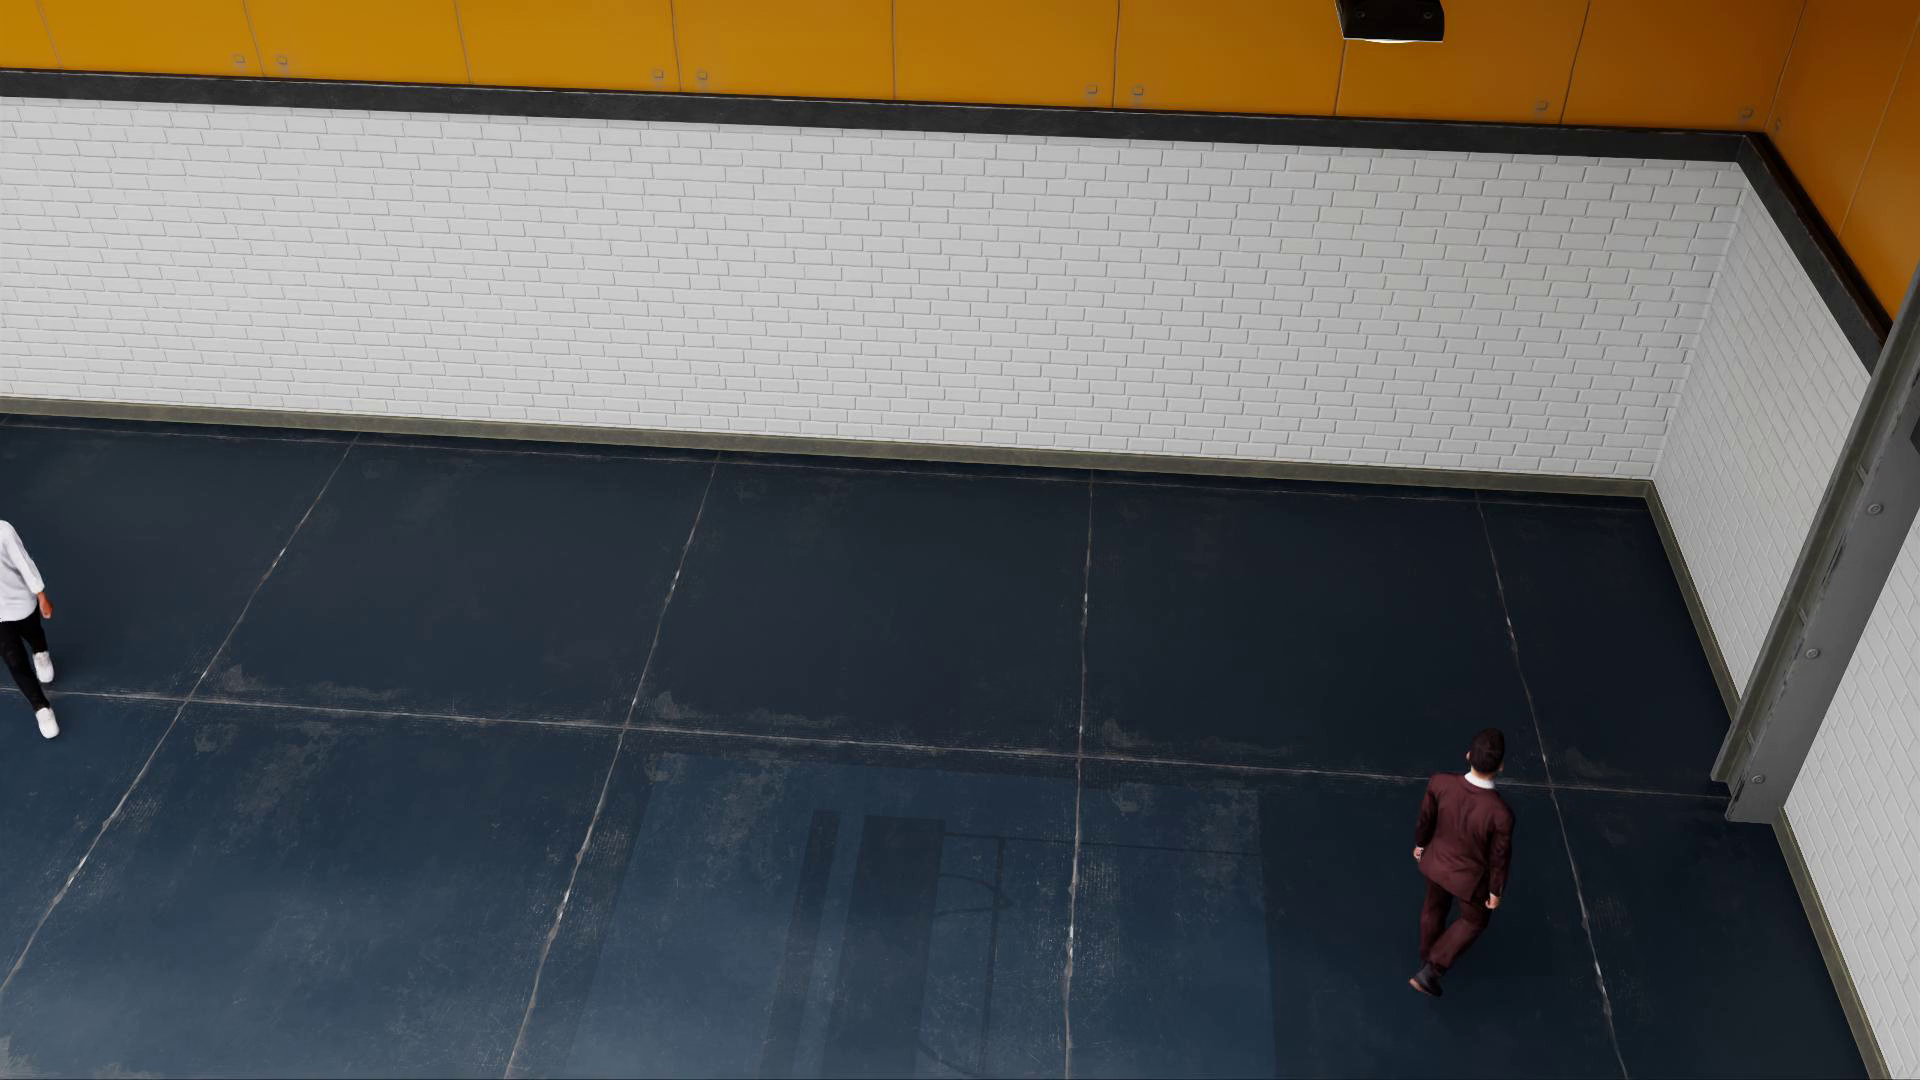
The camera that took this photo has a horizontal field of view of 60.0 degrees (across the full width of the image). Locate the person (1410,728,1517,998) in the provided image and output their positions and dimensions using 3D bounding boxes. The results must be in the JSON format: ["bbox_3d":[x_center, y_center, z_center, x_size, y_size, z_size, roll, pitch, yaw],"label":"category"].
[{"bbox_3d":[2.627,1.771,8.834,0.952,1.855,1.026,30,47,32],"label":"person"}]

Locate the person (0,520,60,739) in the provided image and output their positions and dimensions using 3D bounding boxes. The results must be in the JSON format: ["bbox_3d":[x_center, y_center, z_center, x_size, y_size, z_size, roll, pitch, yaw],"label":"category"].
[{"bbox_3d":[-6.147,0.345,10.687,1.061,1.771,1.206,-20,43,-23],"label":"person"}]
